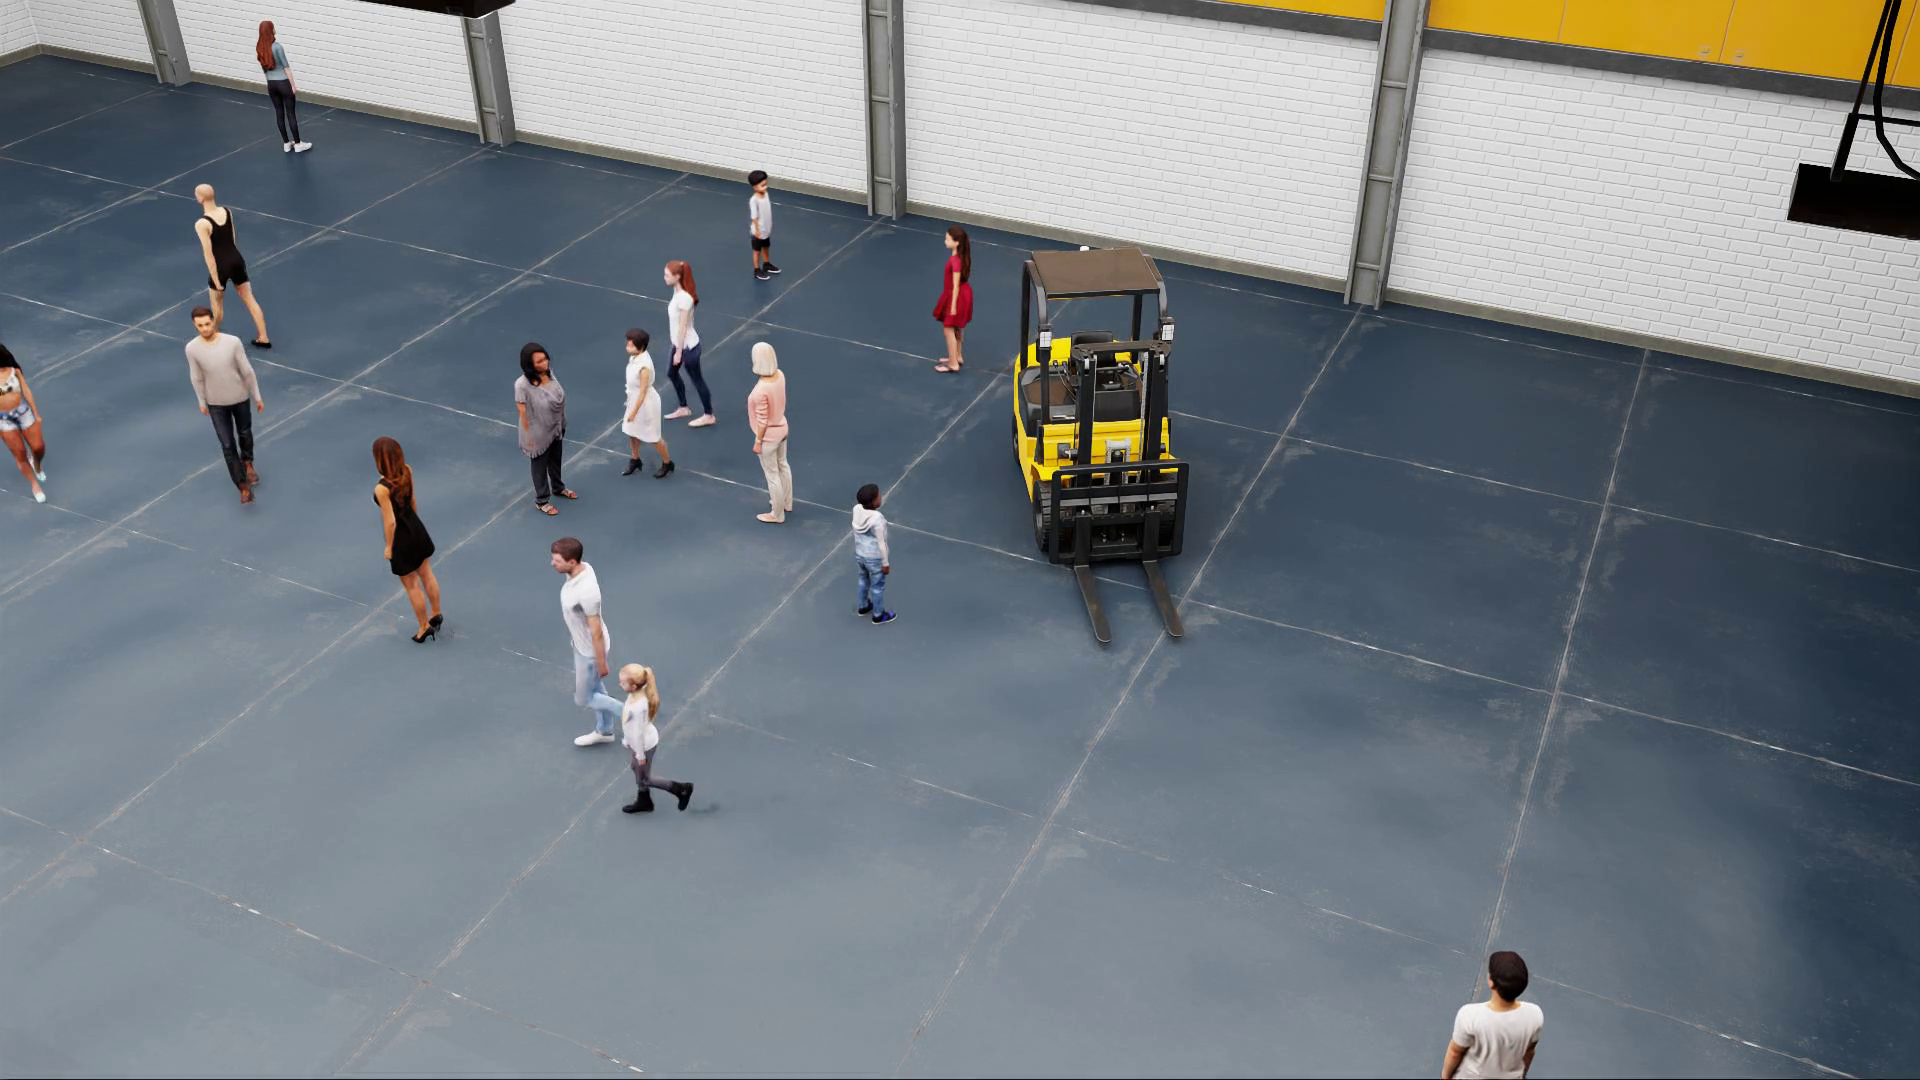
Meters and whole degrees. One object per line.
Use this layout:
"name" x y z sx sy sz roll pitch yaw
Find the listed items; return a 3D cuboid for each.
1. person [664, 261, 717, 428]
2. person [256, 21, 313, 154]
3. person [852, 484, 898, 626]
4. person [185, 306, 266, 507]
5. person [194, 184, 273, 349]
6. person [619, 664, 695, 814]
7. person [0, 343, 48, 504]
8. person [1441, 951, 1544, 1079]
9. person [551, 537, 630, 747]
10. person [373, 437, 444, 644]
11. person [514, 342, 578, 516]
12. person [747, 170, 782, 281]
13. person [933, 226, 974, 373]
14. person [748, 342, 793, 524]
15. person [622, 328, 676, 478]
"person" -2.503 -1.856 15.856 0.835 1.721 0.769 -10 35 -14
"person" -9.041 -6.030 22.115 0.516 1.743 0.659 10 35 15
"person" -0.716 0.097 13.334 0.608 1.260 0.513 -28 42 -35
"person" -6.555 -1.282 14.892 1.073 1.832 1.196 -17 37 -24
"person" -7.503 -2.788 17.208 1.065 1.777 0.663 14 36 20
"person" -2.109 1.383 11.393 0.814 1.267 0.718 -7 34 -10
"person" -8.415 -1.084 14.793 0.709 1.613 0.769 -23 40 -30
"person" 2.784 2.845 8.787 0.623 1.717 0.751 -2 34 -3
"person" -2.537 0.737 11.849 0.946 1.839 0.882 -10 35 -15
"person" -4.310 0.004 12.956 0.558 1.835 0.607 10 35 15
"person" -3.693 -1.020 14.699 0.628 1.610 0.612 14 36 20
"person" -2.268 -3.599 18.898 0.501 1.257 0.499 18 38 25
"person" 0.010 -2.472 16.939 0.700 1.548 0.653 5 34 7
"person" -1.642 -0.940 14.475 0.533 1.724 0.614 12 35 17
"person" -2.792 -1.227 15.084 0.821 1.529 0.769 -13 36 -18
